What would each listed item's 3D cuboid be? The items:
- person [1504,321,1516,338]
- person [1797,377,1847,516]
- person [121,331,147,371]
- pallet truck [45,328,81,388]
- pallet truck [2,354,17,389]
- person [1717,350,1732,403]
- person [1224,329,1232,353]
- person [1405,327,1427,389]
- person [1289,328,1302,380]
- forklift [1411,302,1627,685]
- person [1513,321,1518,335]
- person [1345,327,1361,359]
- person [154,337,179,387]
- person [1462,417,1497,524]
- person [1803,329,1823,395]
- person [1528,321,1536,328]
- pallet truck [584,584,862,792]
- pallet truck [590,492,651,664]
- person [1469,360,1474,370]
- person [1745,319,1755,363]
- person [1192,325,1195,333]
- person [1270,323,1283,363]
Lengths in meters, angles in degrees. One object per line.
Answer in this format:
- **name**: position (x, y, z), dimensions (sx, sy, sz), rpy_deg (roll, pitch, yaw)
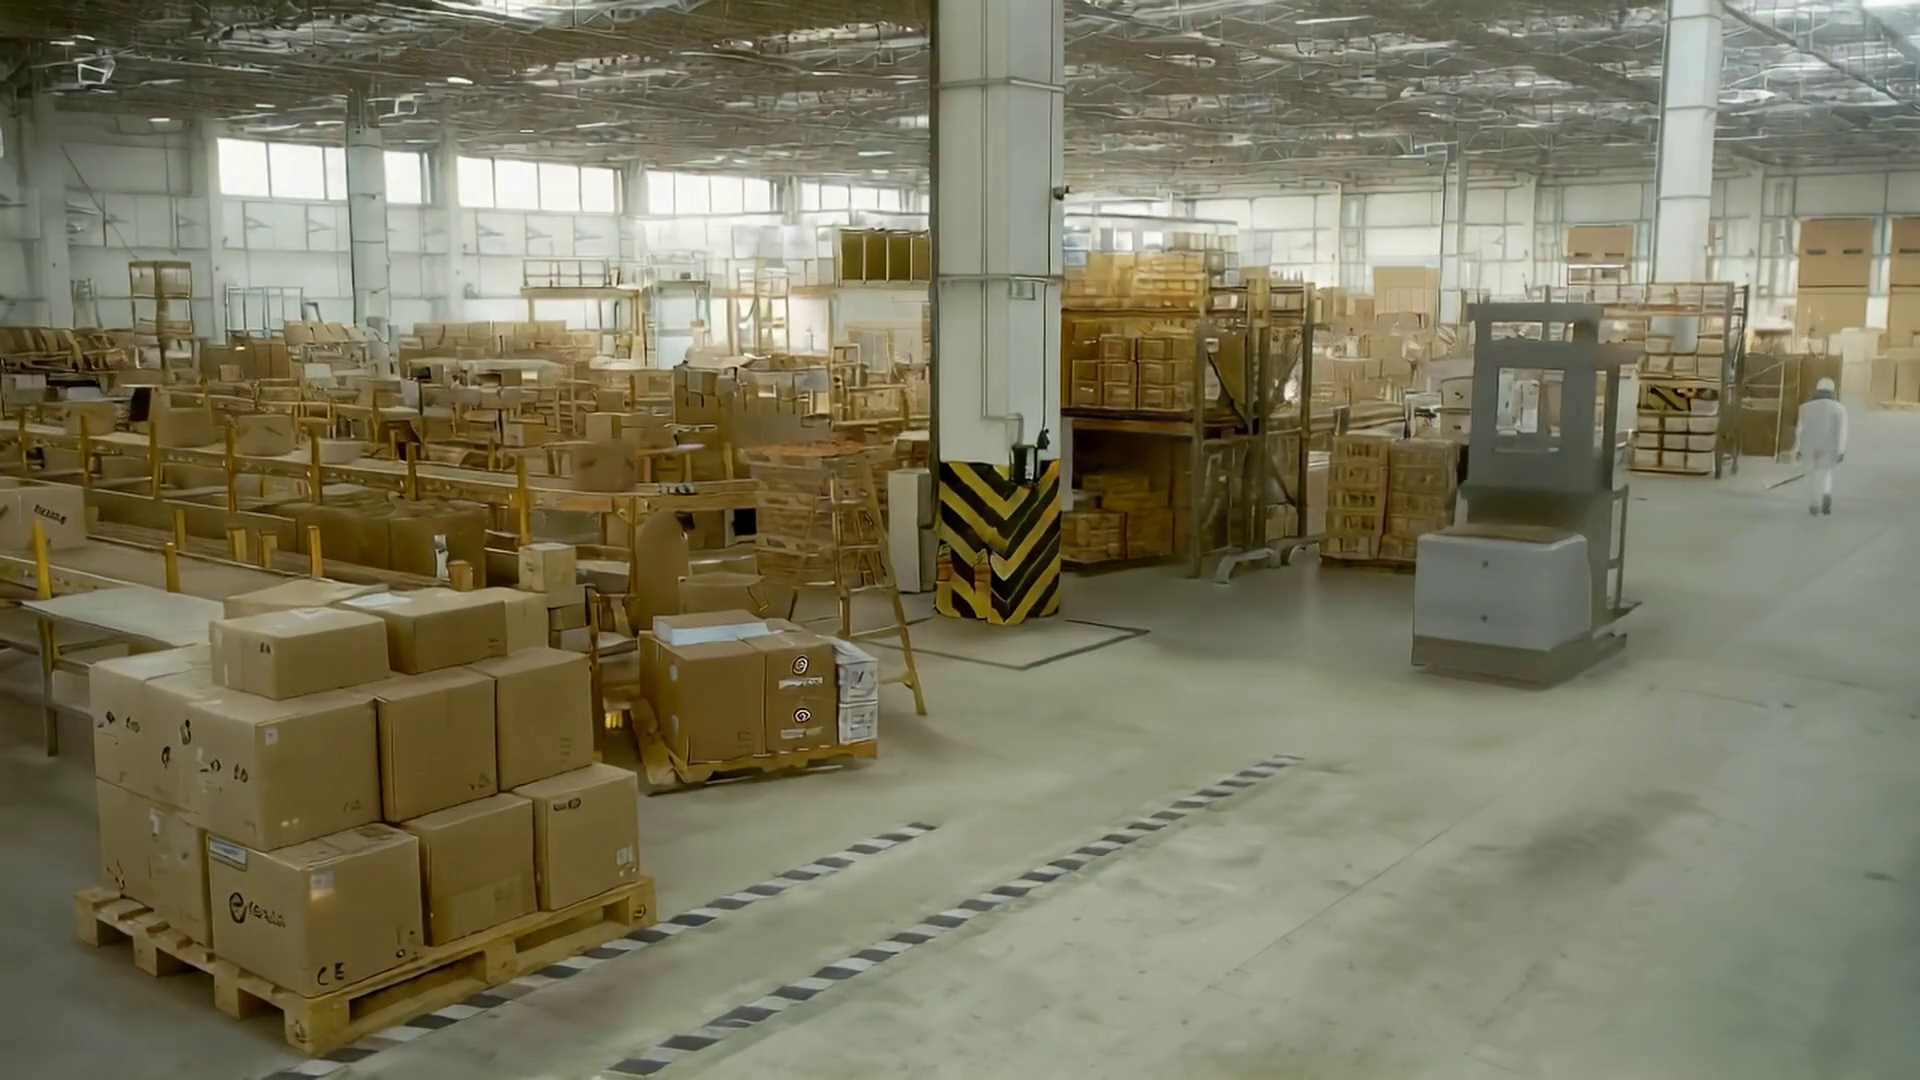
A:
- **person**: position (23.658, -8.559, 71.547), dimensions (0.505, 1.713, 0.746), rpy_deg (4, 10, 27)
- **person**: position (11.208, -1.211, 21.663), dimensions (0.587, 1.811, 0.426), rpy_deg (4, 9, 27)
- **person**: position (-19.463, -3.943, 39.327), dimensions (0.644, 2.029, 0.421), rpy_deg (0, 8, 2)
- **pallet truck**: position (-23.775, -4.544, 43.495), dimensions (1.885, 1.965, 0.823), rpy_deg (6, 10, 35)
- **pallet truck**: position (-24.881, -4.417, 42.634), dimensions (1.885, 1.965, 0.823), rpy_deg (8, 11, 41)
- **person**: position (16.615, -3.346, 36.258), dimensions (0.545, 1.743, 0.567), rpy_deg (-2, 9, -12)
- **person**: position (7.469, -4.923, 46.178), dimensions (0.374, 1.959, 0.603), rpy_deg (1, 8, 4)
- **person**: position (13.782, -5.475, 50.141), dimensions (0.552, 1.888, 0.873), rpy_deg (-2, 9, -15)
- **person**: position (10.035, -5.456, 50.138), dimensions (0.550, 1.846, 0.653), rpy_deg (-6, 10, -36)
- **forklift**: position (4.379, -0.438, 12.852), dimensions (1.129, 2.768, 1.873), rpy_deg (7, 11, 37)
- **person**: position (26.337, -9.763, 78.913), dimensions (0.369, 1.927, 0.587), rpy_deg (3, 9, 17)
- **person**: position (12.143, -5.656, 51.444), dimensions (0.520, 1.865, 0.328), rpy_deg (3, 9, 19)
- **person**: position (-21.502, -4.725, 45.089), dimensions (0.657, 1.889, 0.634), rpy_deg (-3, 9, -18)
- **person**: position (5.170, -0.356, 16.282), dimensions (0.938, 1.719, 0.549), rpy_deg (-3, 9, -20)
- **person**: position (24.050, -5.028, 47.125), dimensions (0.604, 1.880, 0.902), rpy_deg (-5, 10, -30)
- **person**: position (27.212, -9.789, 79.064), dimensions (0.599, 1.939, 0.414), rpy_deg (-7, 11, -41)
- **pallet truck**: position (-1.426, 0.805, 10.019), dimensions (1.601, 1.201, 0.680), rpy_deg (-4, 9, -26)
- **pallet truck**: position (-3.115, 0.344, 12.883), dimensions (0.653, 1.274, 1.630), rpy_deg (7, 11, 37)
- **person**: position (12.274, -3.729, 39.383), dimensions (0.528, 1.584, 0.875), rpy_deg (6, 10, 36)
- **person**: position (32.642, -8.221, 68.800), dimensions (0.633, 1.842, 0.429), rpy_deg (-7, 11, -41)
- **person**: position (10.253, -8.565, 71.116), dimensions (0.581, 1.849, 0.861), rpy_deg (3, 9, 22)
- **person**: position (11.407, -6.913, 59.972), dimensions (0.506, 1.846, 0.345), rpy_deg (-4, 9, -25)
